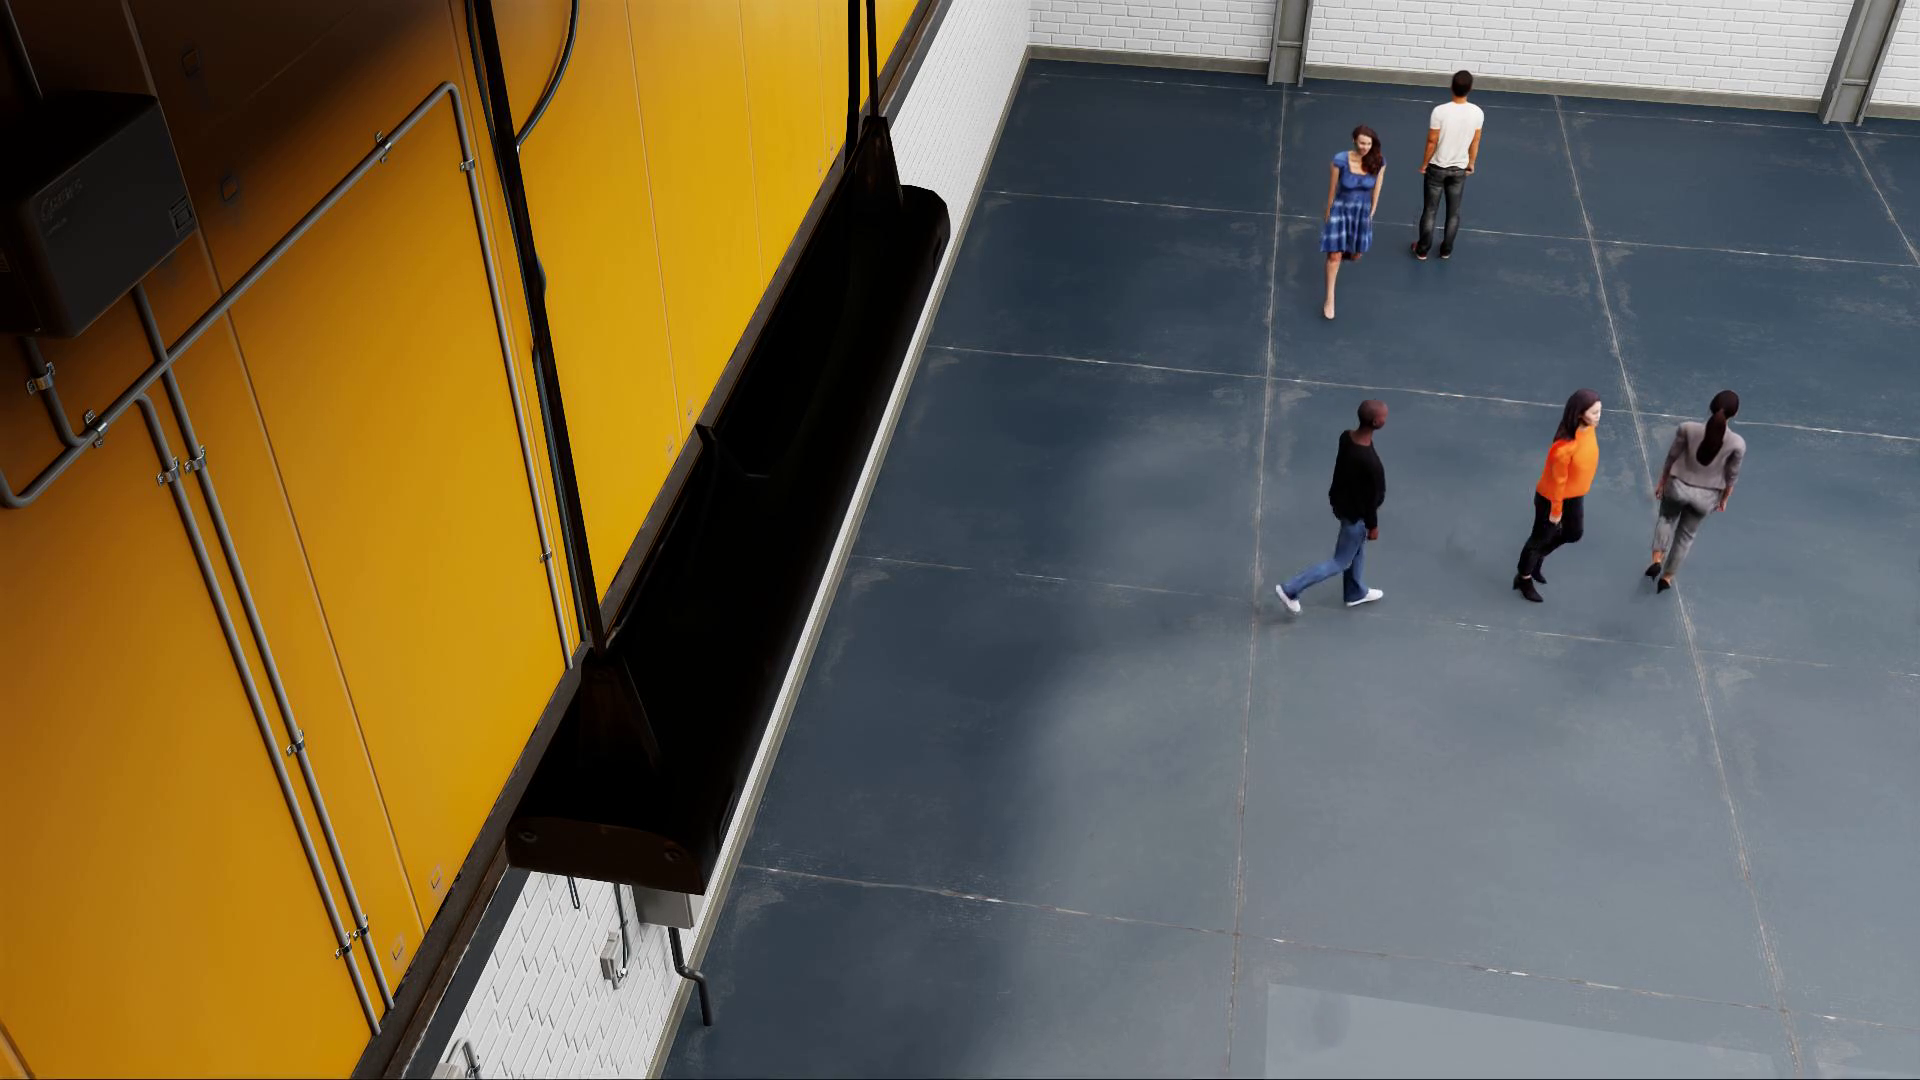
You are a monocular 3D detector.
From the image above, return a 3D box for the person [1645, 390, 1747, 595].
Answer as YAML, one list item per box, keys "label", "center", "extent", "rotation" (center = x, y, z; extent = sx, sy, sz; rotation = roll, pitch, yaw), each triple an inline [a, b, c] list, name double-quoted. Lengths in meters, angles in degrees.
- label: "person"
  center: [5.004, -0.270, 11.442]
  extent: [0.652, 1.664, 0.774]
  rotation: [21, 43, 24]

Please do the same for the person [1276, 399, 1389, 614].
- label: "person"
  center: [2.595, -0.174, 11.269]
  extent: [1.142, 1.728, 0.844]
  rotation: [-7, 39, -9]

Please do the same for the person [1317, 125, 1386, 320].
- label: "person"
  center: [3.379, -2.826, 14.547]
  extent: [0.895, 1.783, 0.771]
  rotation: [2, 39, 2]

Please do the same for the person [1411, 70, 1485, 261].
- label: "person"
  center: [4.485, -3.439, 15.300]
  extent: [0.529, 1.801, 0.740]
  rotation: [0, 39, 0]

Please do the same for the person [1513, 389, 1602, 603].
- label: "person"
  center: [4.045, -0.329, 11.454]
  extent: [0.766, 1.741, 0.731]
  rotation: [31, 48, 33]
